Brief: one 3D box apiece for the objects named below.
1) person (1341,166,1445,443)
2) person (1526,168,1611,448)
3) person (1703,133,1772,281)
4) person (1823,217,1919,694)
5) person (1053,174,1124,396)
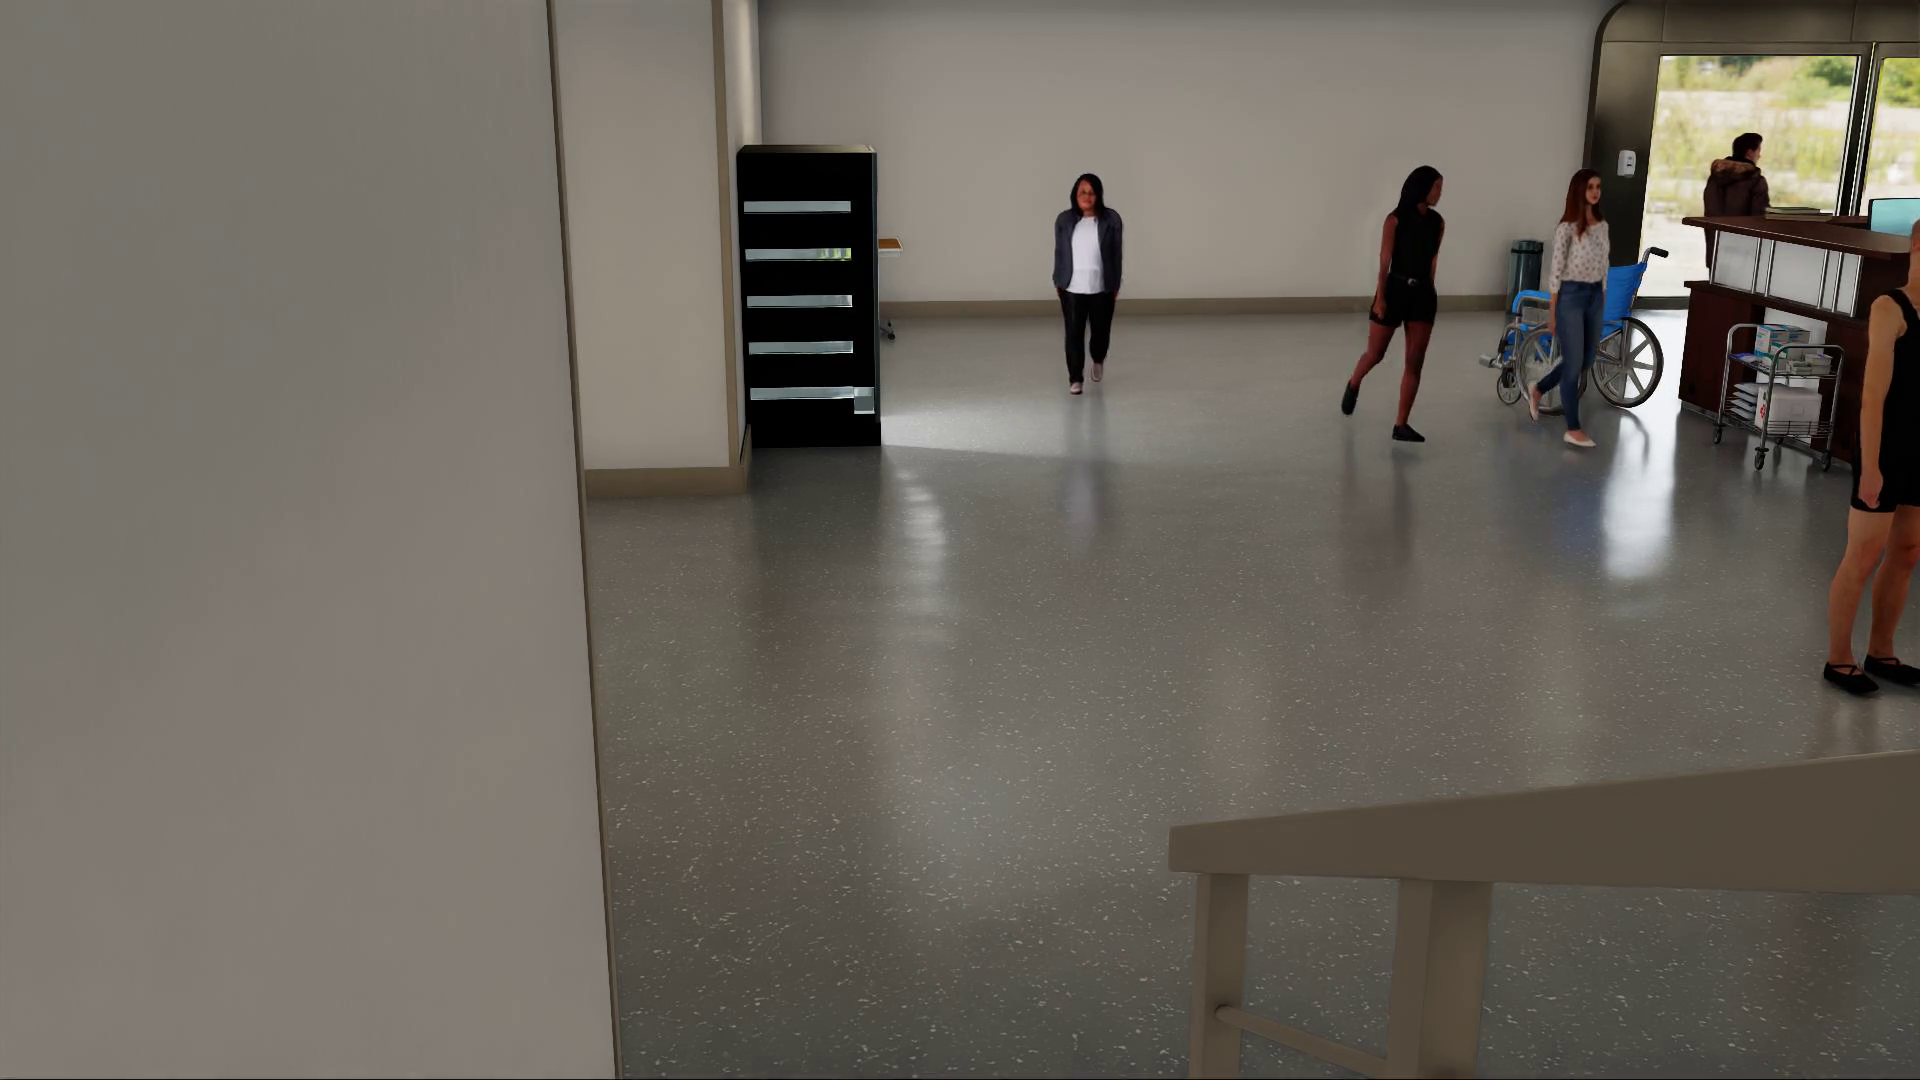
[{"bbox_3d":[2.812,-1.504,10.674,0.767,1.711,1.151,-3,16,-12],"label":"person"},{"bbox_3d":[3.878,-1.479,10.582,0.751,1.714,1.038,-6,17,-19],"label":"person"},{"bbox_3d":[6.175,-2.314,13.300,0.895,1.844,0.733,-6,17,-22],"label":"person"},{"bbox_3d":[3.567,-0.330,6.315,0.721,1.817,0.658,-6,17,-20],"label":"person"},{"bbox_3d":[0.950,-1.875,12.243,0.745,1.573,1.011,1,16,3],"label":"person"}]
